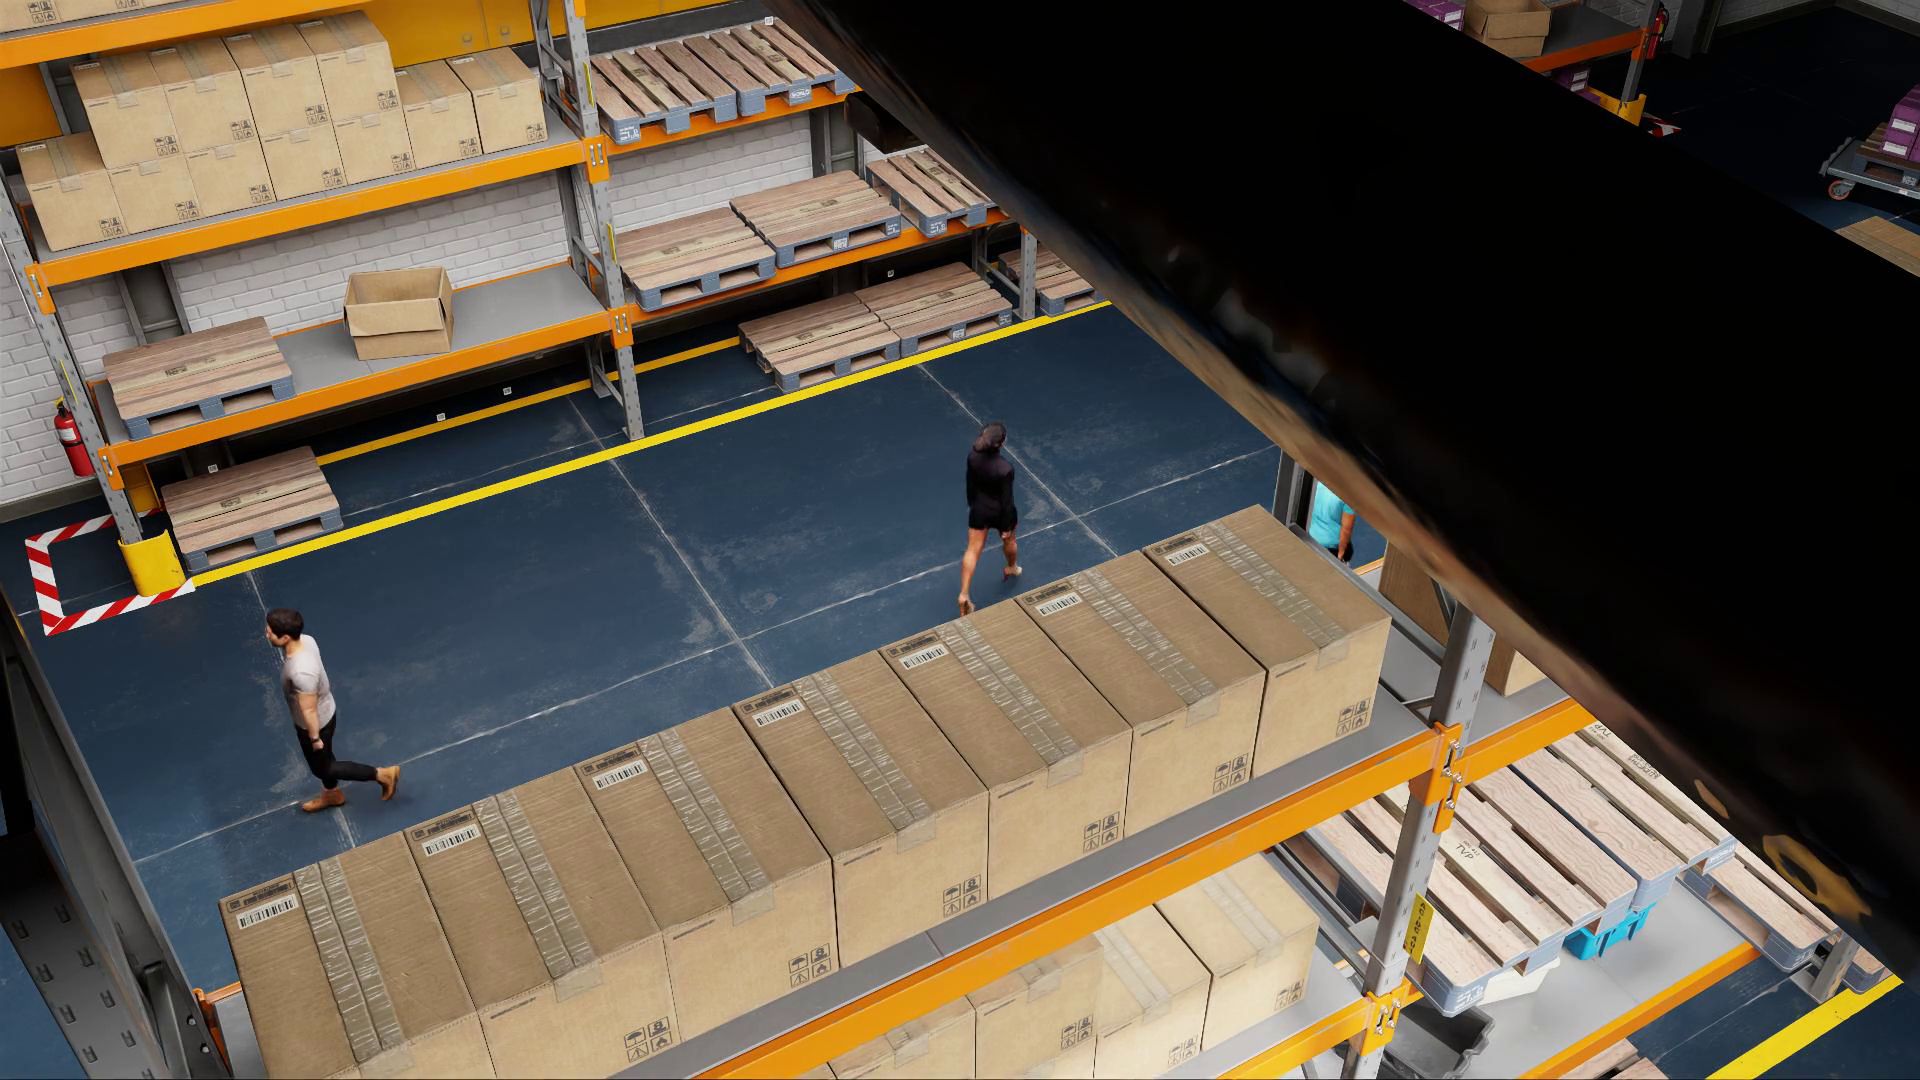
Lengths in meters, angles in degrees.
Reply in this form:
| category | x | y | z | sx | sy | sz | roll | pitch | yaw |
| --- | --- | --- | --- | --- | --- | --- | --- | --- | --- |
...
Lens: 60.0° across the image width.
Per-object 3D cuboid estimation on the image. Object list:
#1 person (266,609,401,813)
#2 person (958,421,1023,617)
| category | x | y | z | sx | sy | sz | roll | pitch | yaw |
| --- | --- | --- | --- | --- | --- | --- | --- | --- | --- |
| person | -4.029 | 1.101 | 10.594 | 0.954 | 1.710 | 0.709 | -12 | 40 | -15 |
| person | 0.187 | -0.131 | 12.224 | 0.887 | 1.600 | 1.083 | 21 | 43 | 24 |
